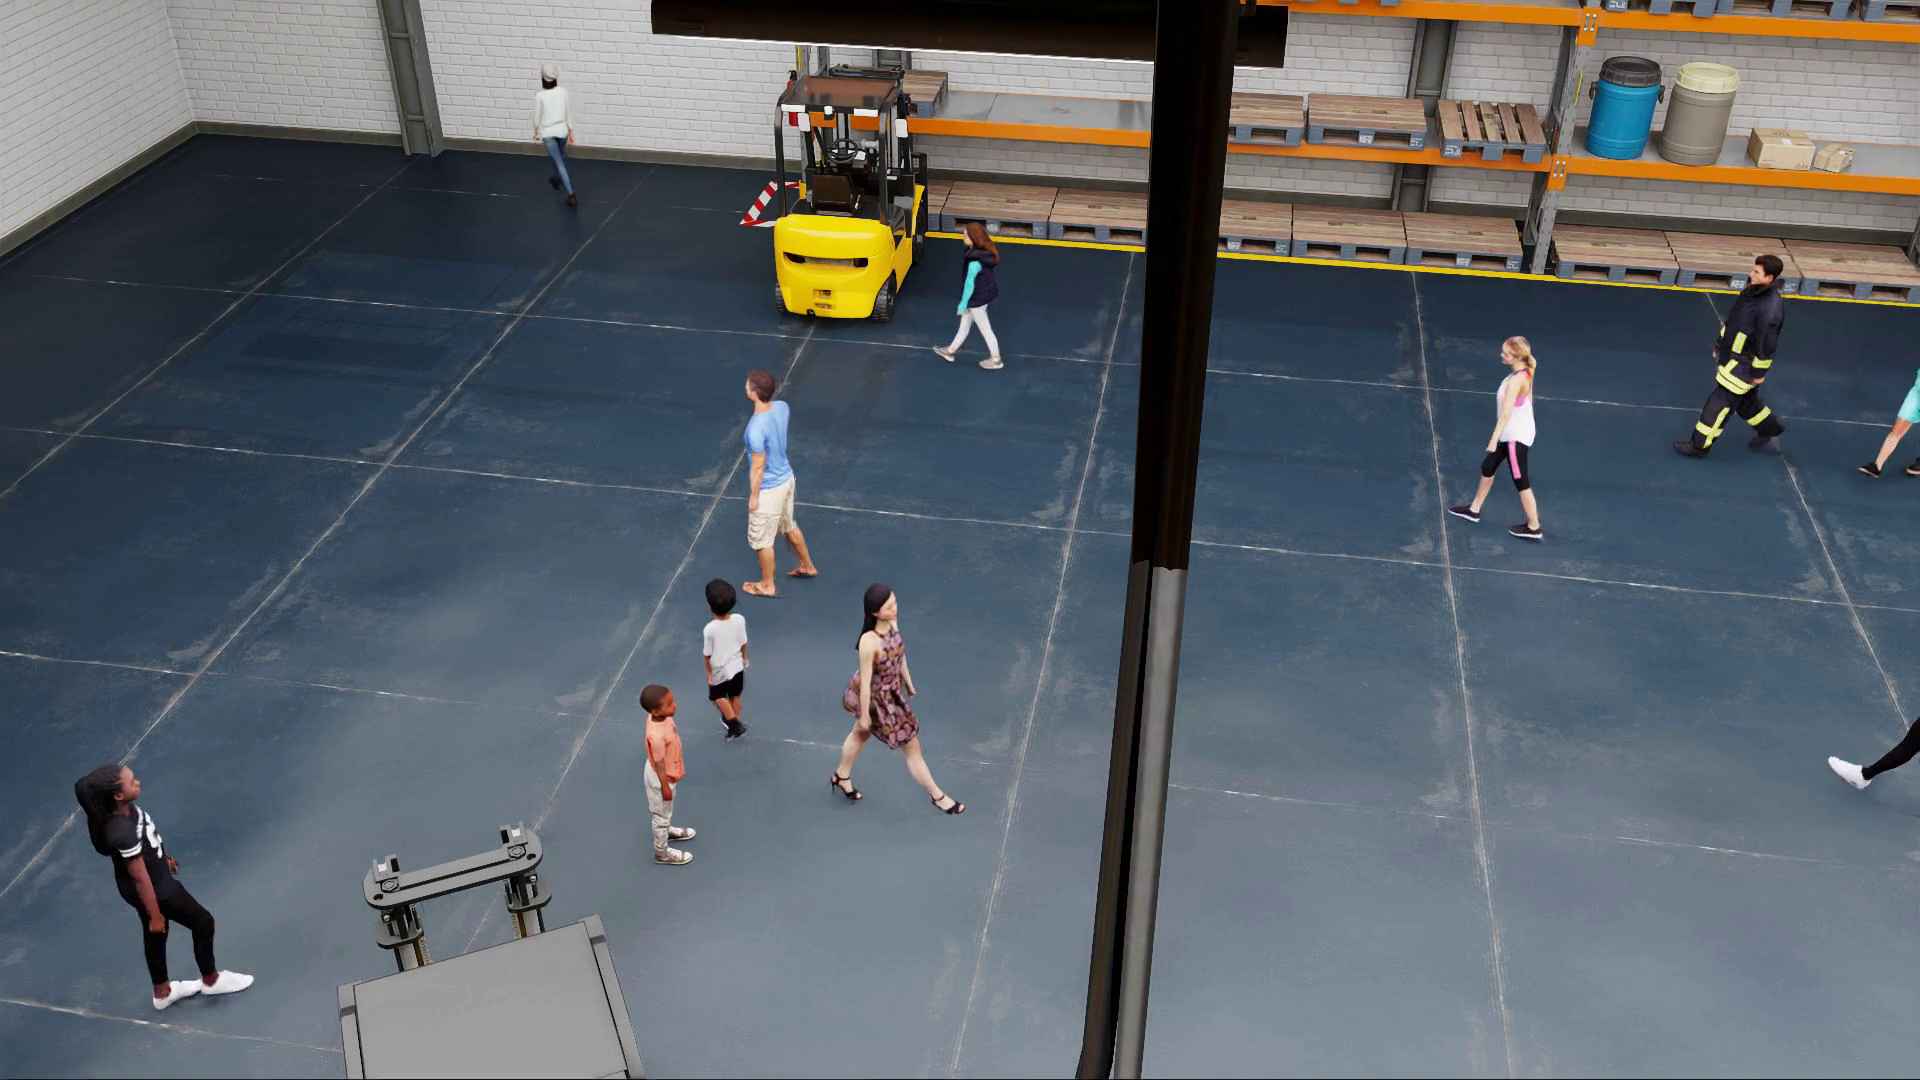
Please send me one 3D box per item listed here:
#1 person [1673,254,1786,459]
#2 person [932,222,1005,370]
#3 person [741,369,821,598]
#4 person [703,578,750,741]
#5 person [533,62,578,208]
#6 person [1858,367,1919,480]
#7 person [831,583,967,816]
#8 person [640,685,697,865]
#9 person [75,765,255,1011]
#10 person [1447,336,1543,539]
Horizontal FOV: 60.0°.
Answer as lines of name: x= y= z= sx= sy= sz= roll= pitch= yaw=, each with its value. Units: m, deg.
person: x=6.739 y=-1.536 z=14.089 sx=1.191 sy=1.898 sz=0.849 roll=3 pitch=34 yaw=4
person: x=0.235 y=-2.259 z=15.562 sx=0.927 sy=1.470 sz=0.629 roll=3 pitch=34 yaw=5
person: x=-1.389 y=-0.444 z=12.450 sx=0.823 sy=1.893 sz=0.747 roll=12 pitch=35 yaw=17
person: x=-1.535 y=0.843 z=11.095 sx=0.652 sy=1.250 sz=0.716 roll=-23 pitch=40 yaw=-30
person: x=-4.588 y=-4.588 z=18.951 sx=1.050 sy=1.598 sz=1.128 roll=-22 pitch=39 yaw=-29
person: x=8.163 y=-1.188 z=13.910 sx=1.080 sy=1.515 sz=0.923 roll=-14 pitch=36 yaw=-20
person: x=-0.568 y=1.013 z=10.418 sx=1.170 sy=1.716 sz=0.702 roll=9 pitch=35 yaw=14
person: x=-1.829 y=1.415 z=10.183 sx=0.505 sy=1.308 sz=0.502 roll=-1 pitch=34 yaw=-1
person: x=-4.485 y=1.931 z=9.035 sx=0.909 sy=1.718 sz=0.849 roll=-21 pitch=39 yaw=-29
person: x=4.465 y=-0.777 z=13.088 sx=1.064 sy=1.742 sz=0.788 roll=18 pitch=38 yaw=25
